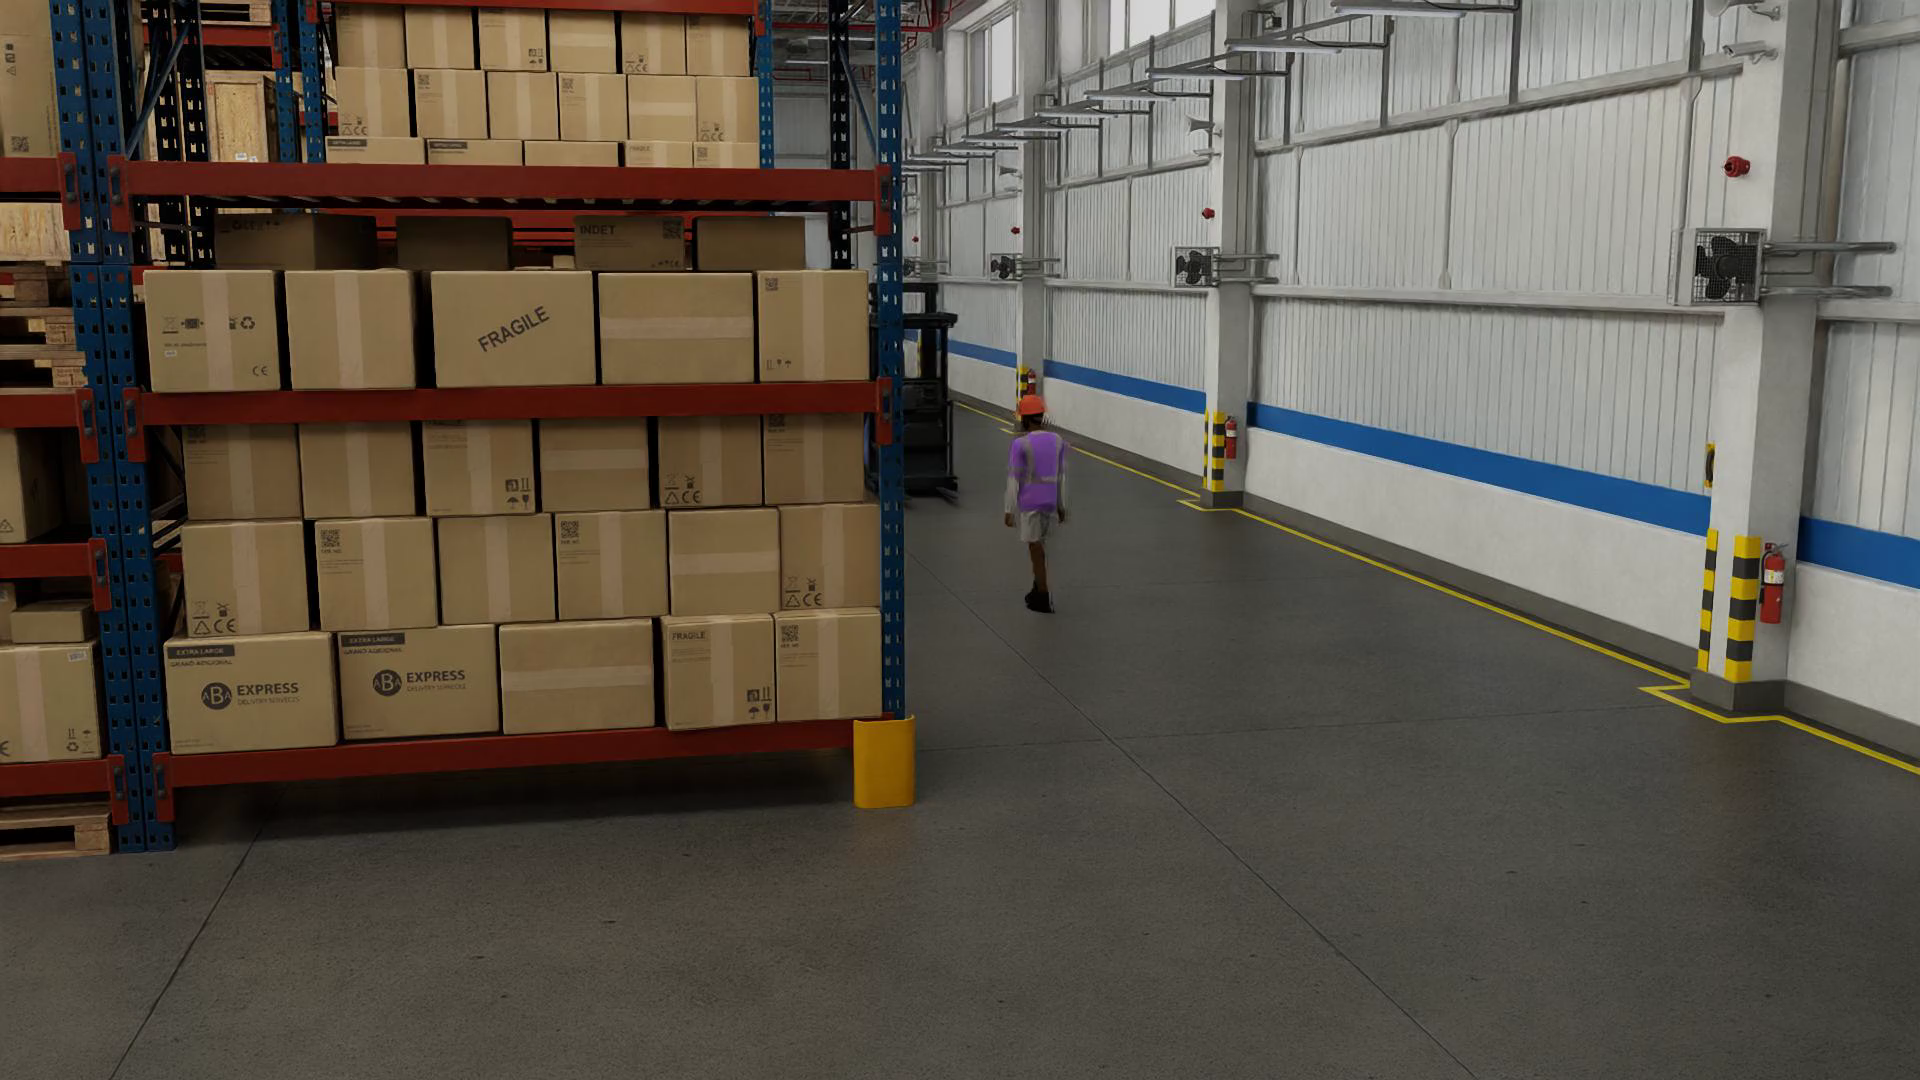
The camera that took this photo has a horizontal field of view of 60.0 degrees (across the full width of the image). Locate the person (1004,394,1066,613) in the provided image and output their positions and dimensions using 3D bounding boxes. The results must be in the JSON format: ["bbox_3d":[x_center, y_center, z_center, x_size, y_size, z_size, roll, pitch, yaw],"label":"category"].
[{"bbox_3d":[0.629,-0.329,14.724,0.565,1.913,0.670,-6,11,-32],"label":"person"}]

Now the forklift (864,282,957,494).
[{"bbox_3d":[-0.779,-2.132,22.794,1.129,2.768,1.873,-2,10,-12],"label":"forklift"}]
